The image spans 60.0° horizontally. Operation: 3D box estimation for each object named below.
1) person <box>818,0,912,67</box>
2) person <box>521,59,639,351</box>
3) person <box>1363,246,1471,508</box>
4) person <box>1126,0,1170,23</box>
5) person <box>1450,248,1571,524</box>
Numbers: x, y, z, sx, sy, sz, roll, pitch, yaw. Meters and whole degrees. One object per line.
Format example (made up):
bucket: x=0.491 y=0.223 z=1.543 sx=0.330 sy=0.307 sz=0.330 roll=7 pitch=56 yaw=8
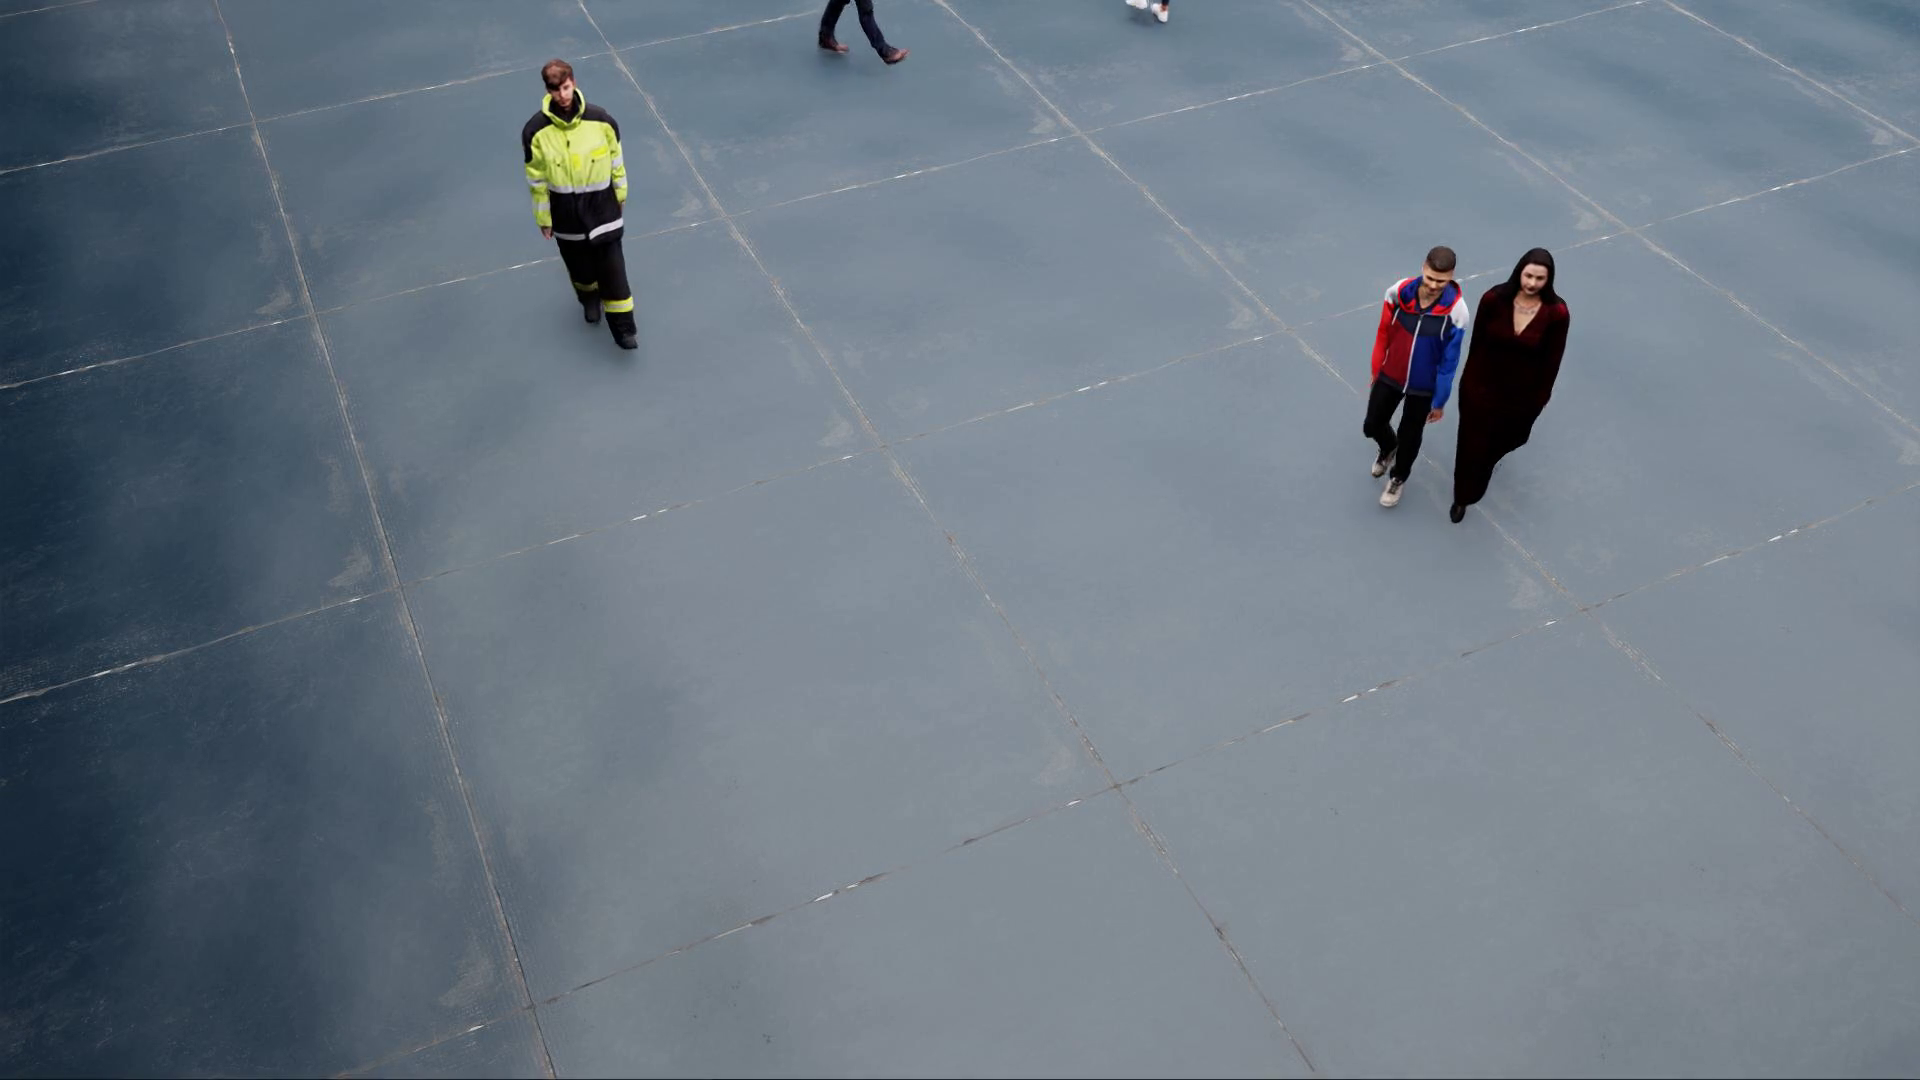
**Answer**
person: x=-0.982 y=-4.813 z=13.719 sx=1.297 sy=1.798 sz=1.199 roll=17 pitch=45 yaw=18
person: x=-2.457 y=-2.232 z=10.768 sx=0.870 sy=1.944 sz=1.143 roll=-12 pitch=44 yaw=-13
person: x=2.620 y=-0.980 z=9.538 sx=0.790 sy=1.744 sz=0.866 roll=22 pitch=47 yaw=22
person: x=1.735 y=-5.356 z=14.353 sx=0.636 sy=1.748 sz=0.697 roll=-17 pitch=45 yaw=-18
person: x=3.124 y=-0.935 z=9.493 sx=1.021 sy=1.738 sz=1.068 roll=15 pitch=44 yaw=16
